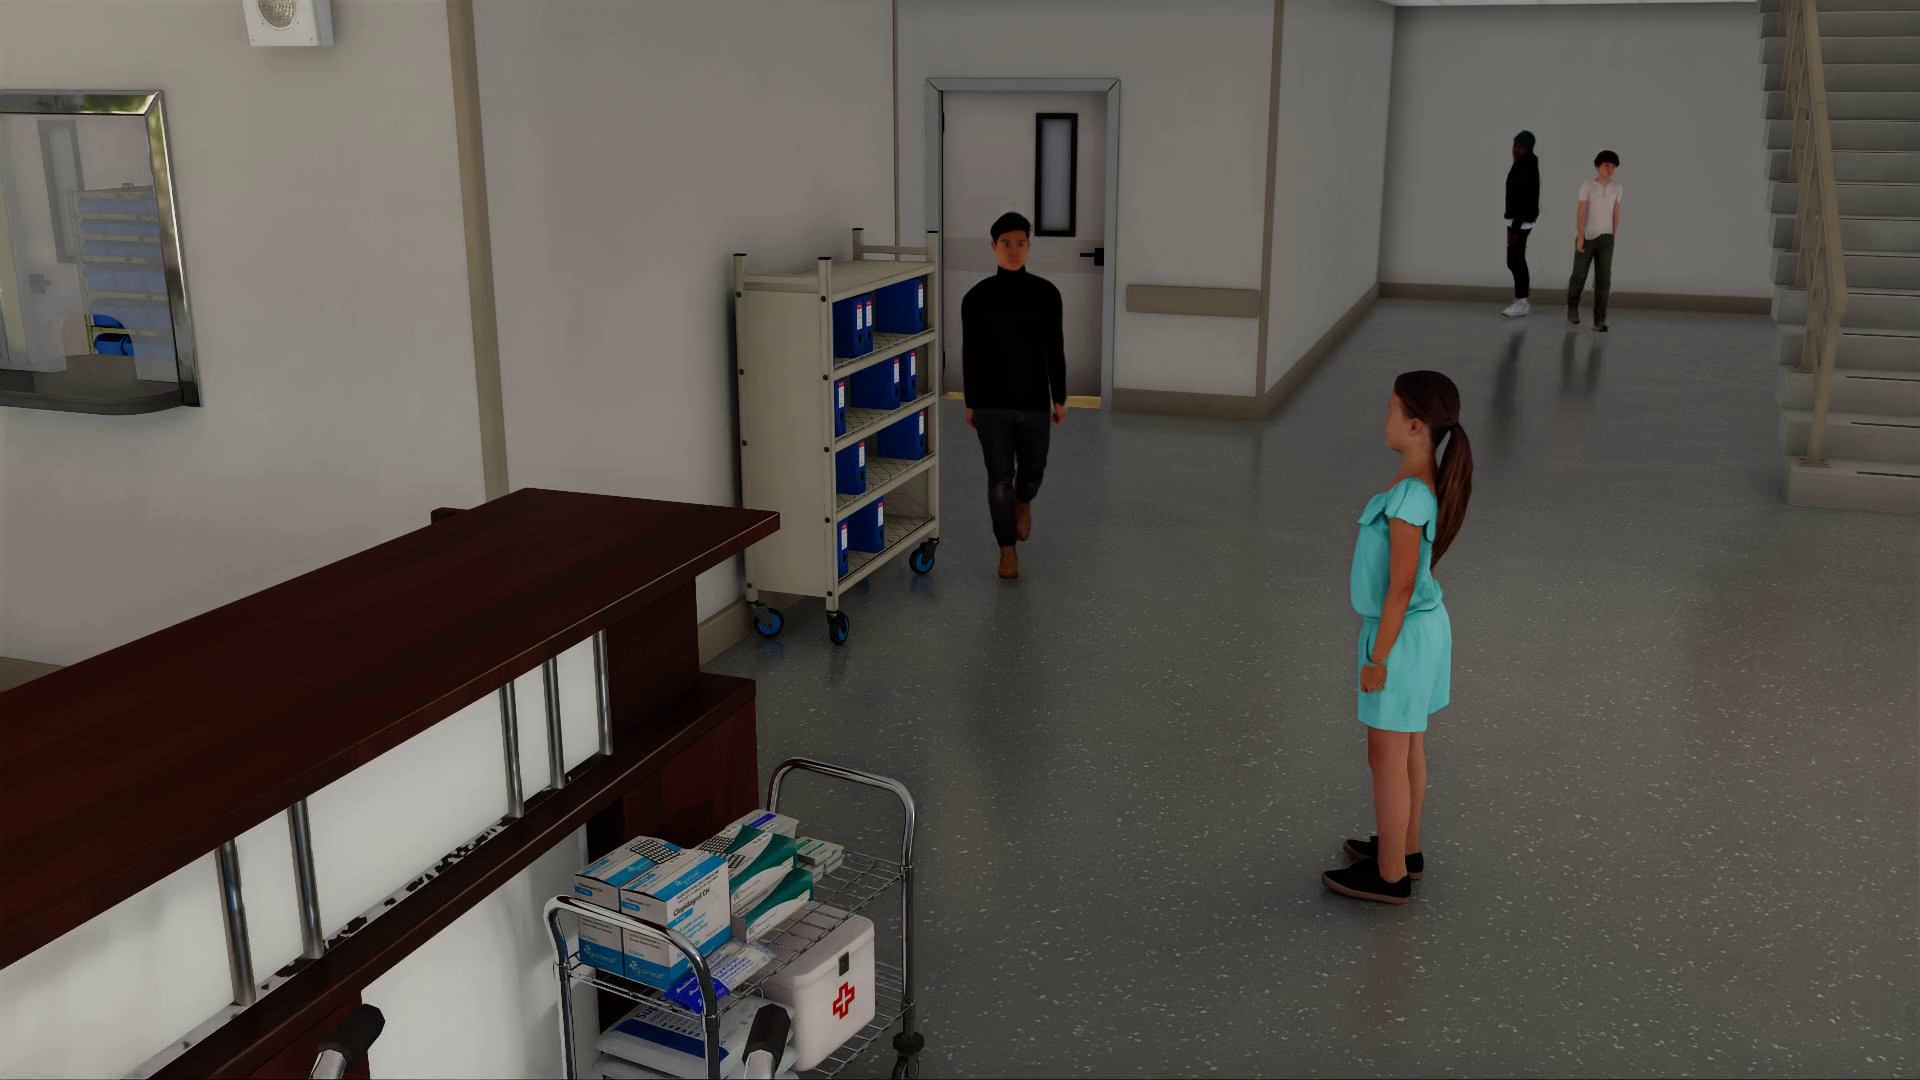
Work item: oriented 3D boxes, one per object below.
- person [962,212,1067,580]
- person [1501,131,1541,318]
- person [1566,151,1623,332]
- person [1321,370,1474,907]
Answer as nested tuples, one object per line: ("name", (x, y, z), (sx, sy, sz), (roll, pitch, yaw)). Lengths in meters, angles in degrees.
("person", (0.247, -0.699, 7.979), (0.862, 1.699, 1.099), (0, 16, -1))
("person", (5.539, -3.103, 16.333), (0.956, 1.794, 0.553), (7, 17, 23))
("person", (5.861, -2.767, 15.469), (0.739, 1.617, 1.184), (2, 16, 6))
("person", (1.270, 0.278, 4.774), (0.644, 1.558, 0.533), (9, 18, 29))
